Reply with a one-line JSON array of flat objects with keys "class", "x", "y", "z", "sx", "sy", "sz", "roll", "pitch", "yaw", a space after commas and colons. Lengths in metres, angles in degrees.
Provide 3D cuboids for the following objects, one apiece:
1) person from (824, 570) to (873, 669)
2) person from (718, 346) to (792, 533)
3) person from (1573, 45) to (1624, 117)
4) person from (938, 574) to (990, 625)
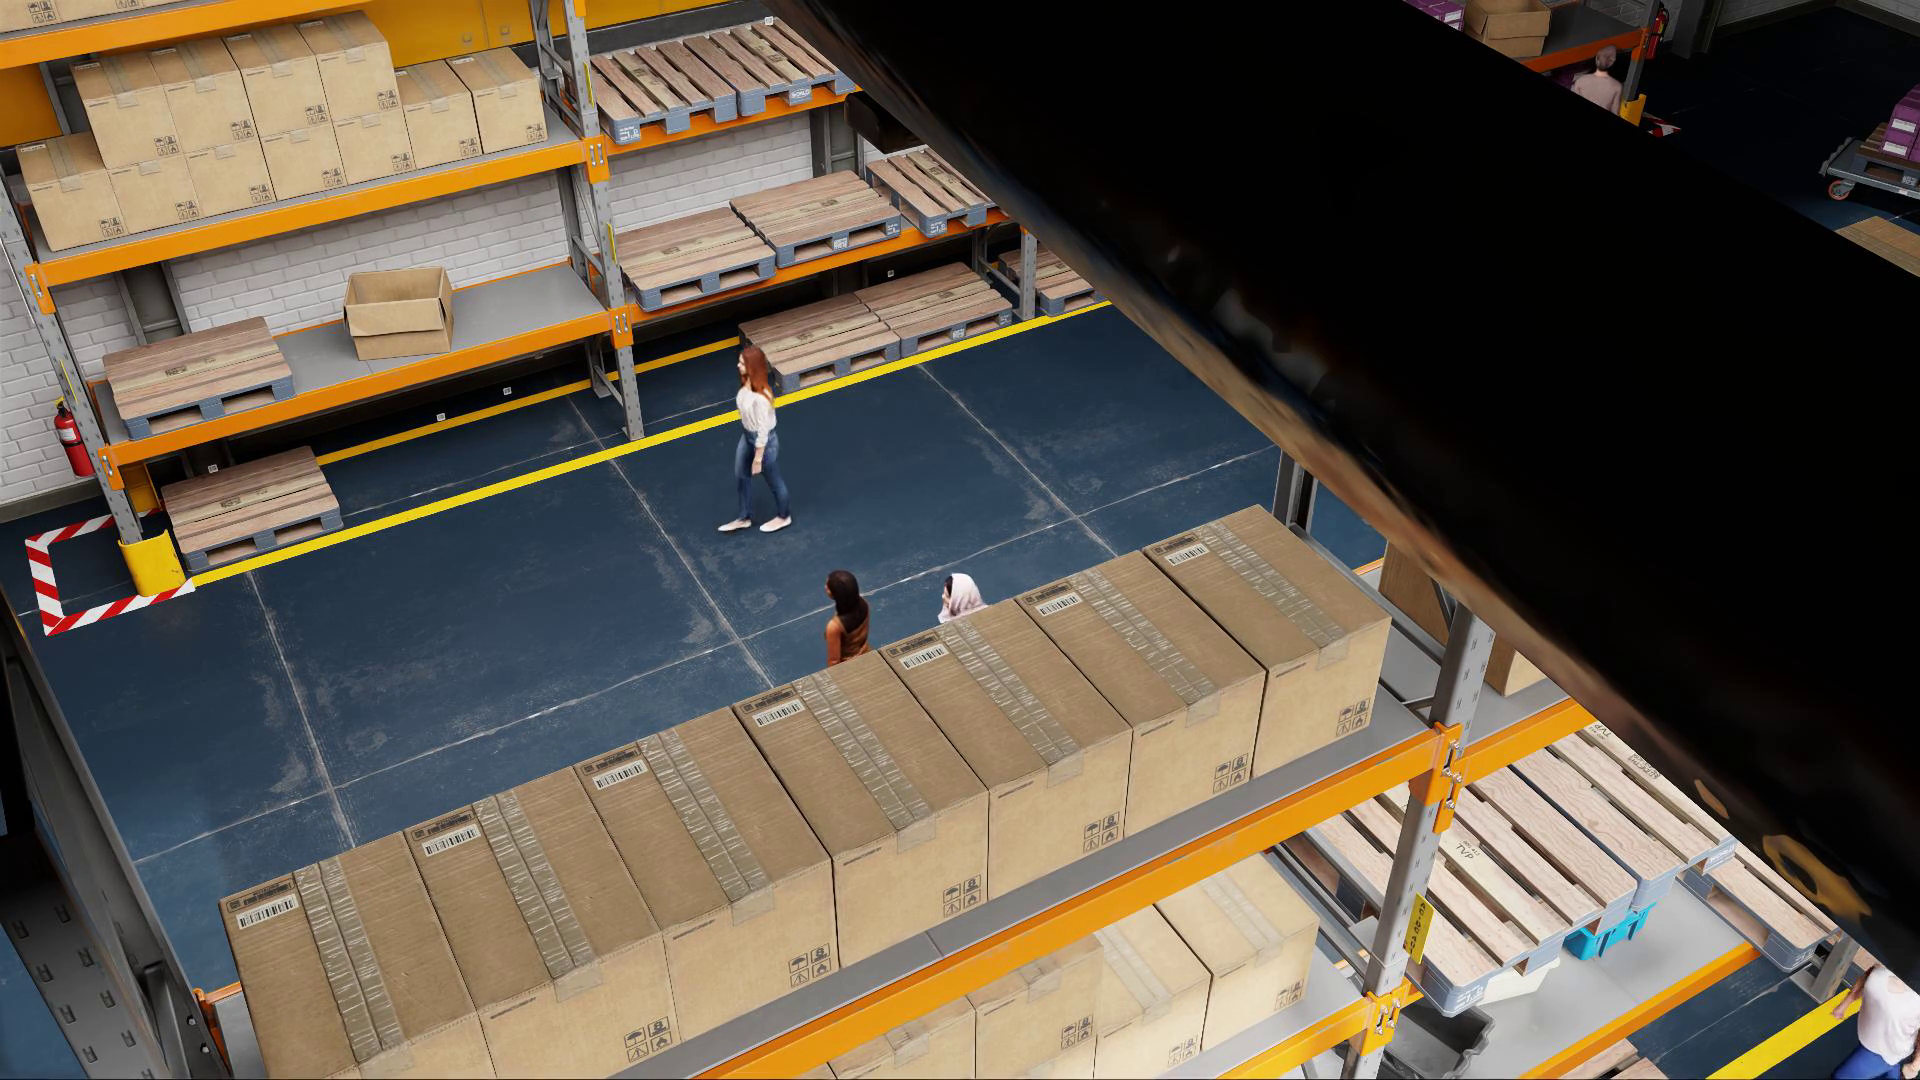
[{"class": "person", "x": -0.711, "y": 0.866, "z": 10.909, "sx": 0.705, "sy": 1.684, "sz": 0.608, "roll": 19, "pitch": 42, "yaw": 22}, {"class": "person", "x": -1.472, "y": -0.779, "z": 12.943, "sx": 0.811, "sy": 1.715, "sz": 0.621, "roll": -17, "pitch": 42, "yaw": -20}, {"class": "person", "x": 6.419, "y": -4.138, "z": 17.022, "sx": 0.782, "sy": 1.874, "sz": 0.834, "roll": 11, "pitch": 40, "yaw": 13}, {"class": "person", "x": 0.125, "y": 0.831, "z": 11.016, "sx": 1.027, "sy": 1.603, "sz": 0.746, "roll": -10, "pitch": 40, "yaw": -13}]
